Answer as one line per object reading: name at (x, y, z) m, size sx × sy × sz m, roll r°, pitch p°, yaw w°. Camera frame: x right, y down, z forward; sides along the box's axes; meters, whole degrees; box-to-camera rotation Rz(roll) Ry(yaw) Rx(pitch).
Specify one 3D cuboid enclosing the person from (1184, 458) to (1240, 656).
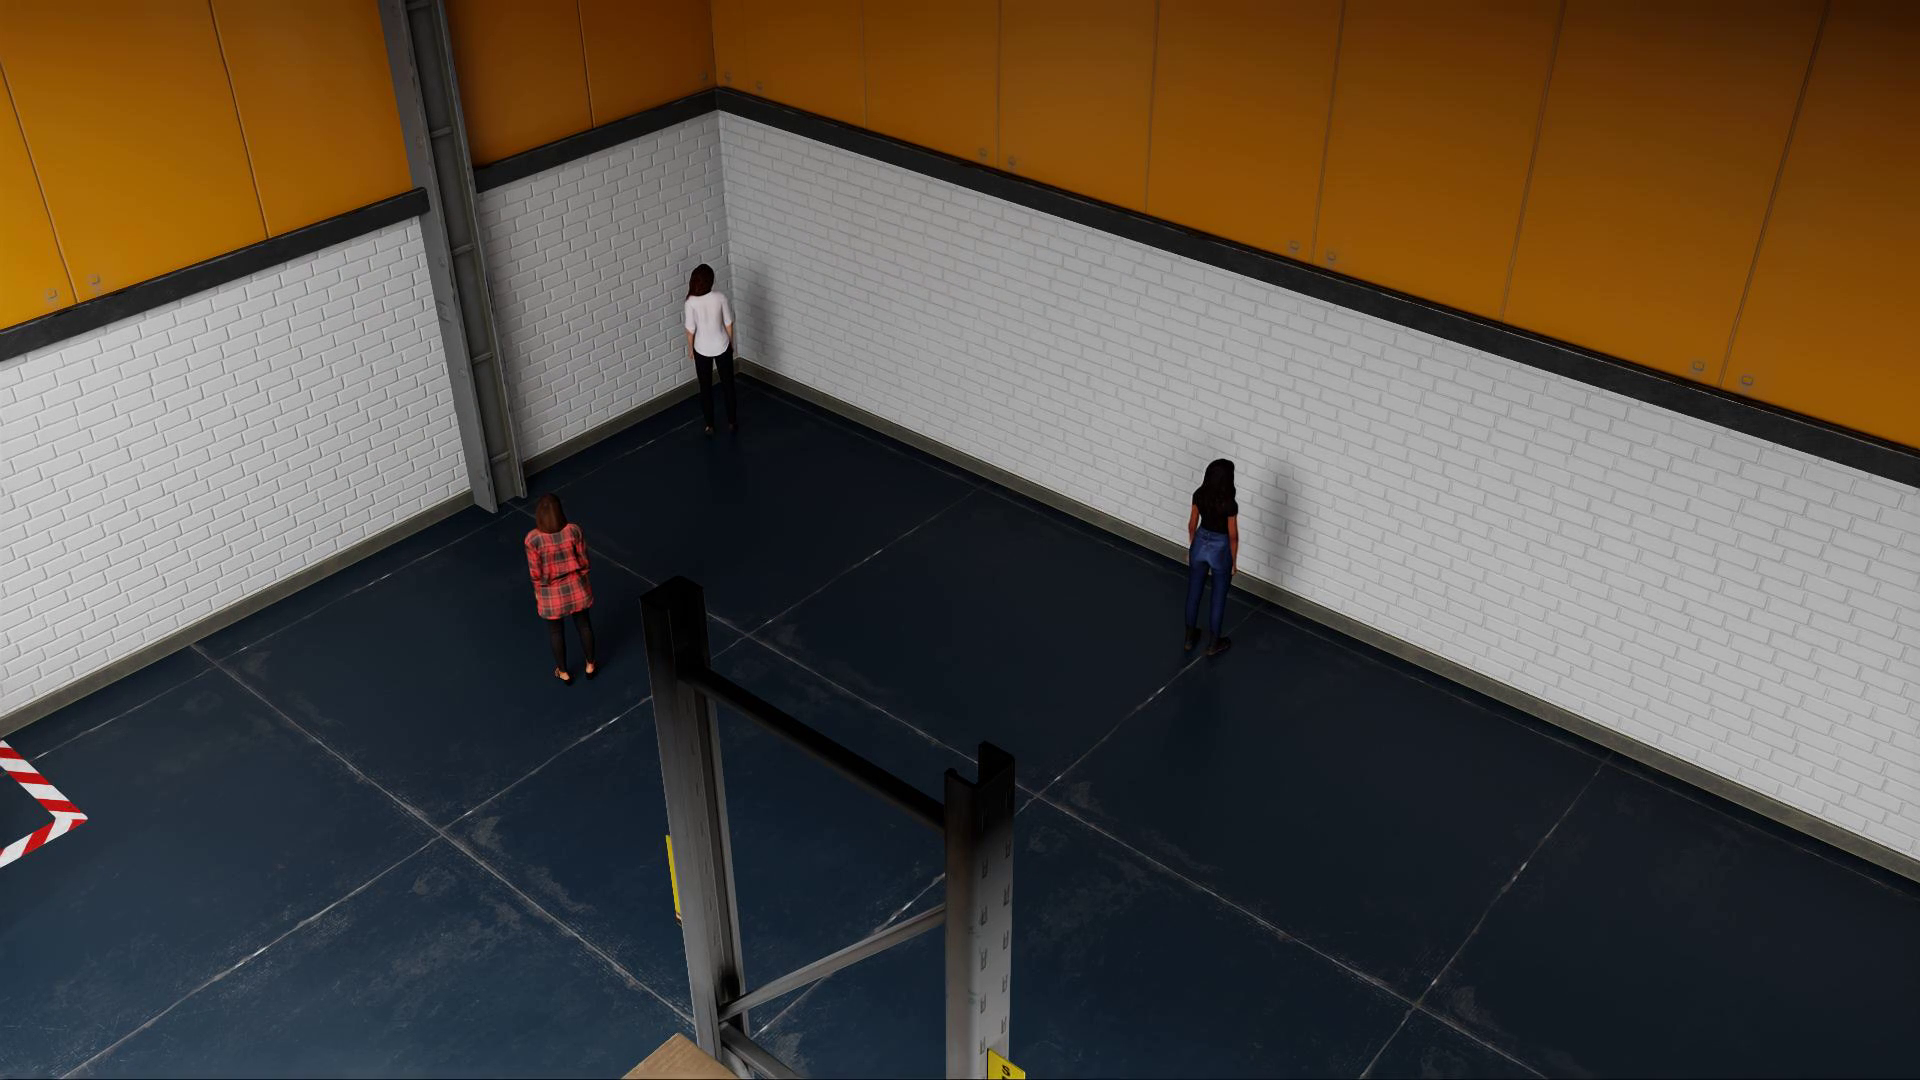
person at (1.967, 0.130, 13.025) m, size 0.596 × 1.739 × 0.562 m, roll 19°, pitch 38°, yaw 26°

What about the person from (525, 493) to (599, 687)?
person at (-3.034, 0.370, 12.696) m, size 0.643 × 1.703 × 0.759 m, roll -13°, pitch 36°, yaw -18°

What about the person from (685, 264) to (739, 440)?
person at (-2.360, -1.792, 15.867) m, size 0.646 × 1.795 × 0.745 m, roll -8°, pitch 35°, yaw -12°
